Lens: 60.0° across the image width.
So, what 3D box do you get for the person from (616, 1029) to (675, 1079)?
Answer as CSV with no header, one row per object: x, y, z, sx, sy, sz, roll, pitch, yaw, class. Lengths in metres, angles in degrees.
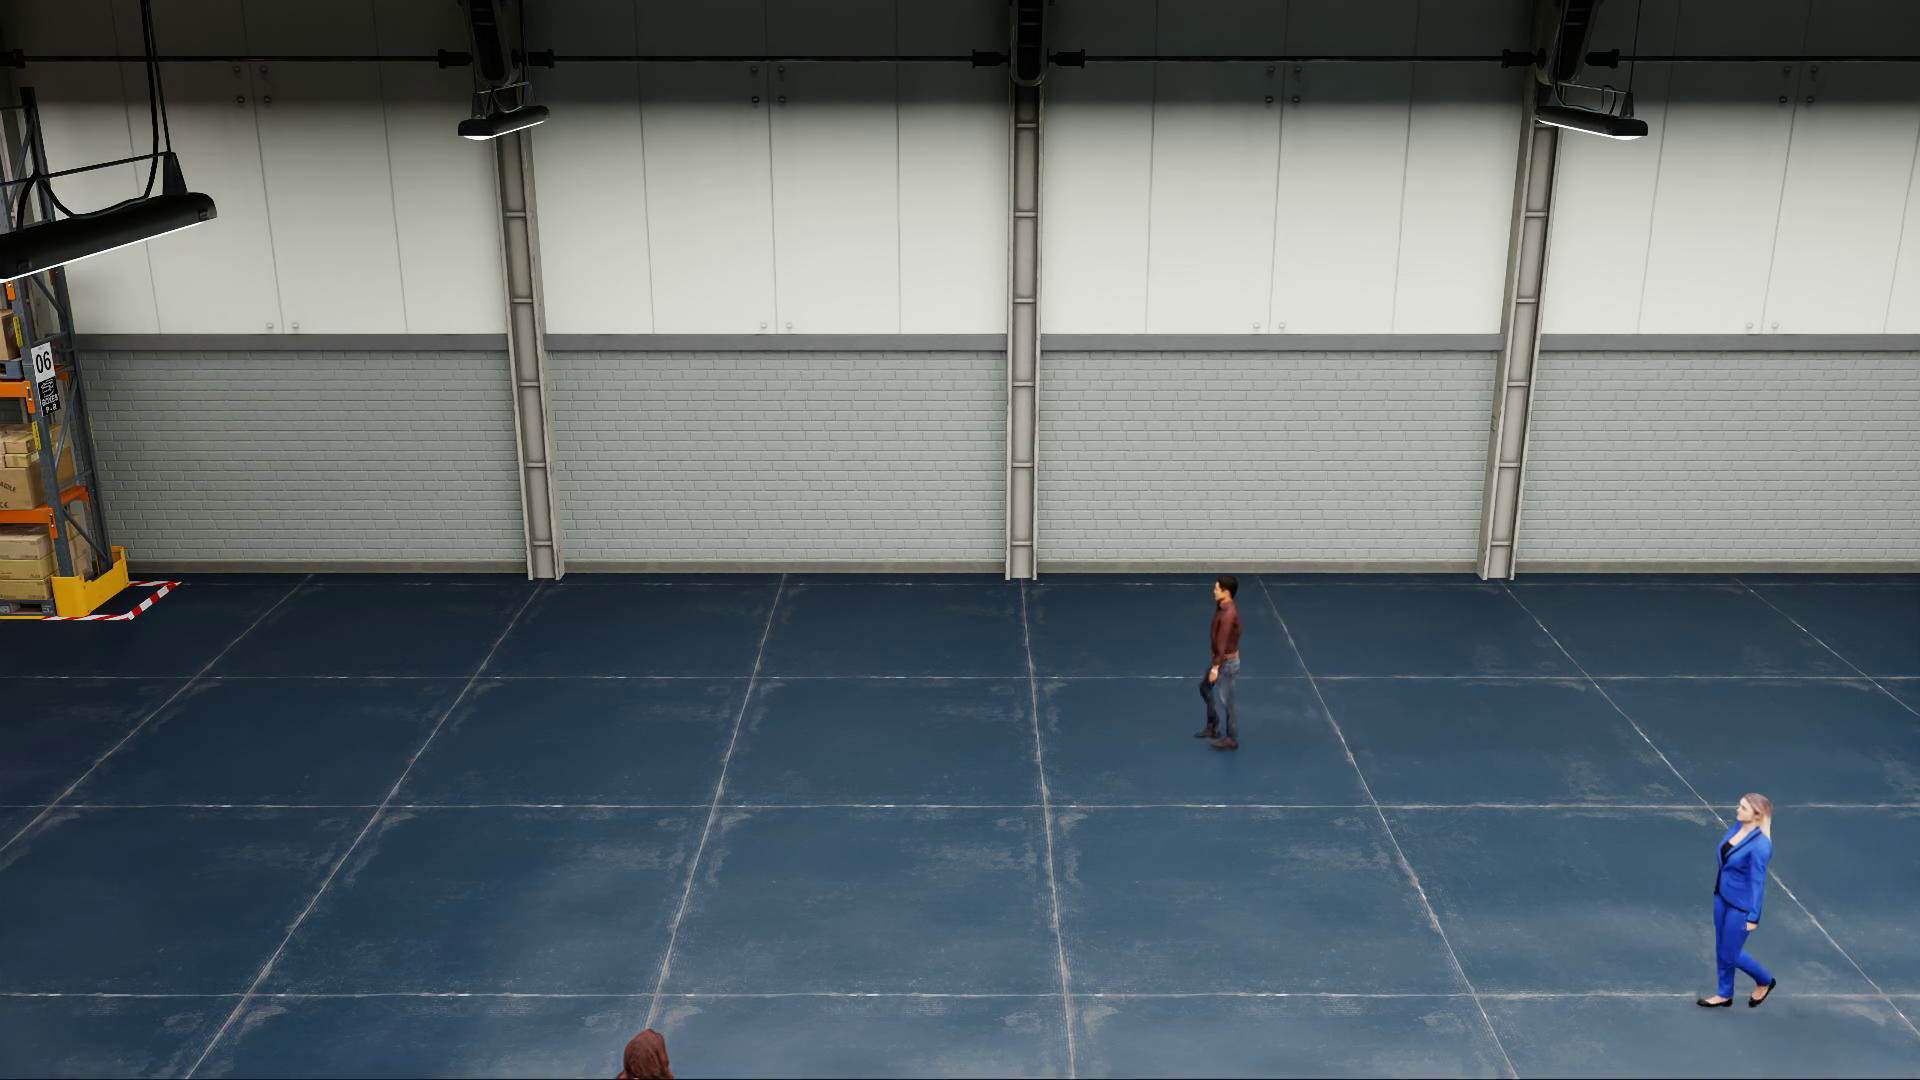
-1.653,3.443,8.936,0.607,1.803,0.744,8,20,24,person

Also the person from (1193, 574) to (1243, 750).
2.622,1.183,15.935,0.631,1.766,0.649,0,18,0,person

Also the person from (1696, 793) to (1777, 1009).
5.595,2.581,11.765,0.719,1.689,0.633,-1,18,-2,person
